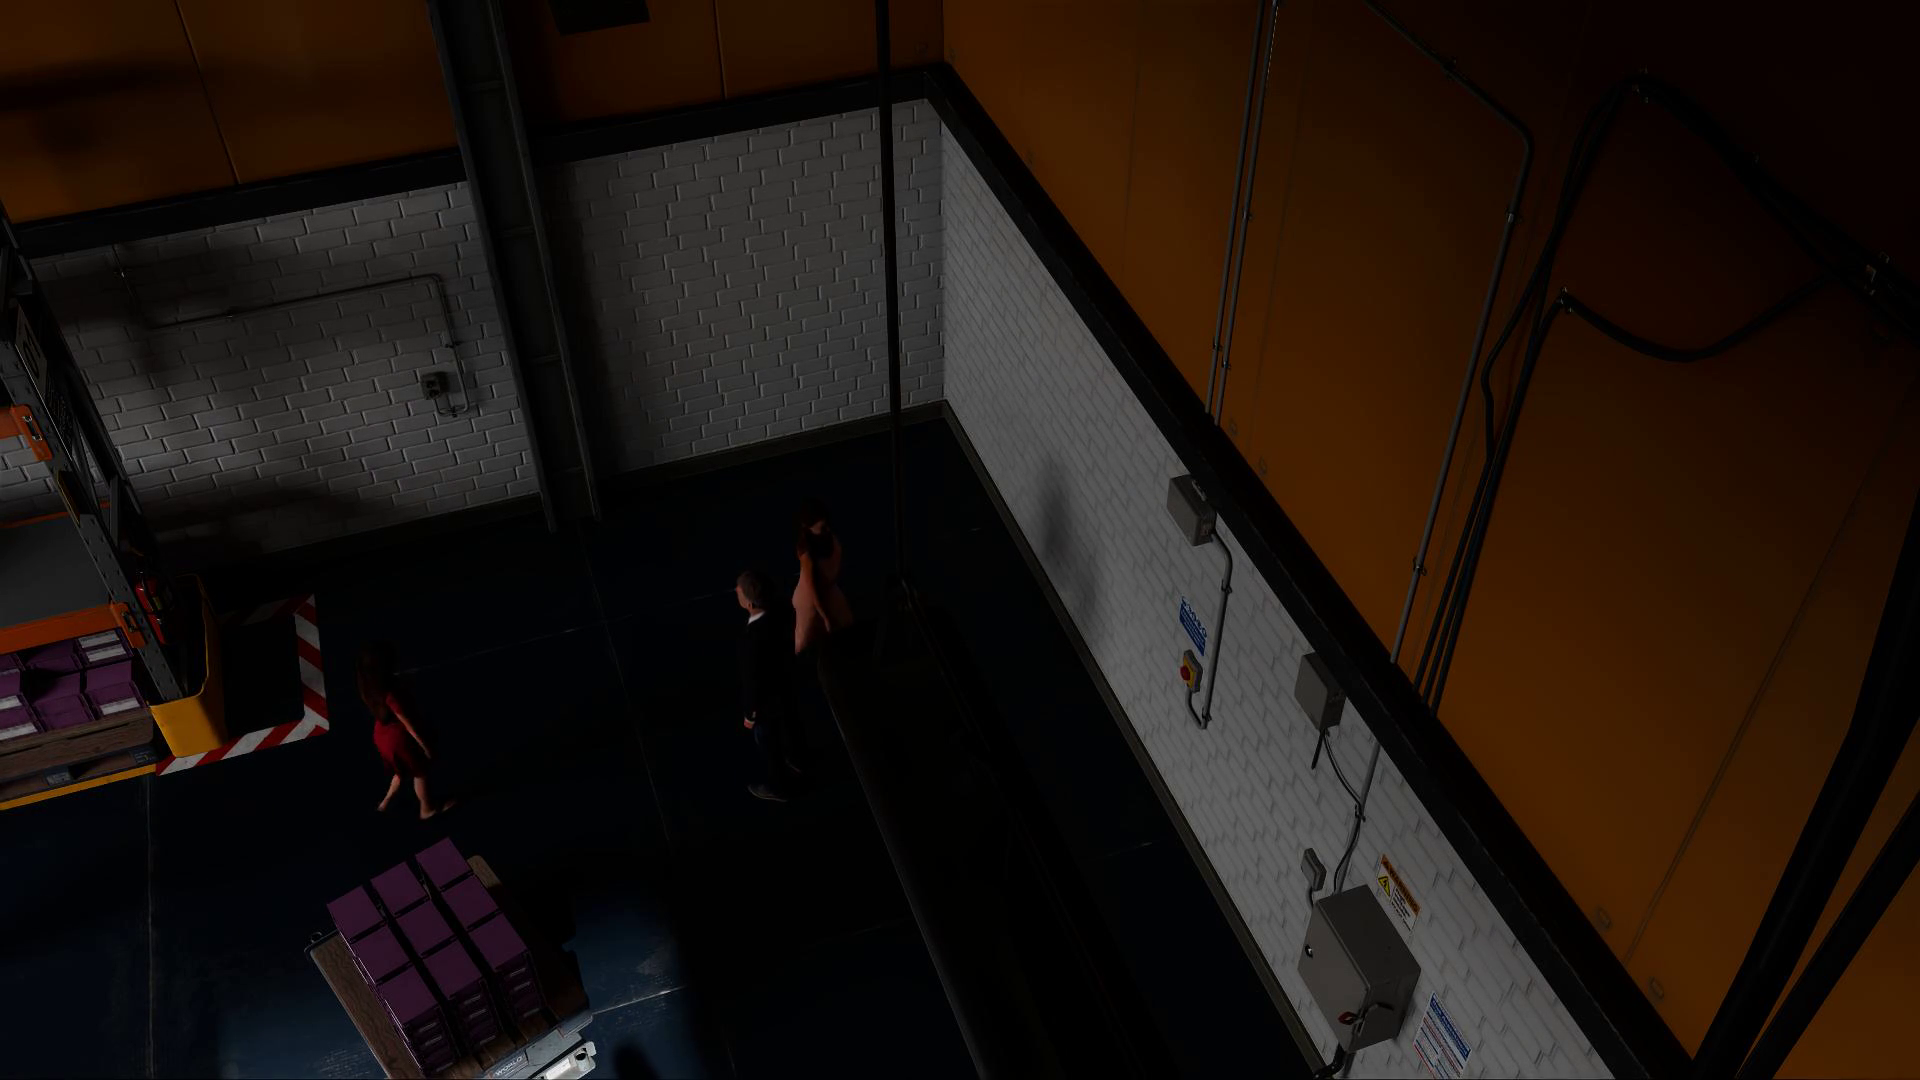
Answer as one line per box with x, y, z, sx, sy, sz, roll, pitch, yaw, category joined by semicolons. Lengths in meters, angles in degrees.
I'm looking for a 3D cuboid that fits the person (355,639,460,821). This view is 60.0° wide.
-3.346;1.181;9.791;0.821;1.542;0.697;-32;52;-29;person

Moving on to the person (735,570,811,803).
-1.123;0.864;9.927;0.818;1.813;0.767;16;46;16;person
